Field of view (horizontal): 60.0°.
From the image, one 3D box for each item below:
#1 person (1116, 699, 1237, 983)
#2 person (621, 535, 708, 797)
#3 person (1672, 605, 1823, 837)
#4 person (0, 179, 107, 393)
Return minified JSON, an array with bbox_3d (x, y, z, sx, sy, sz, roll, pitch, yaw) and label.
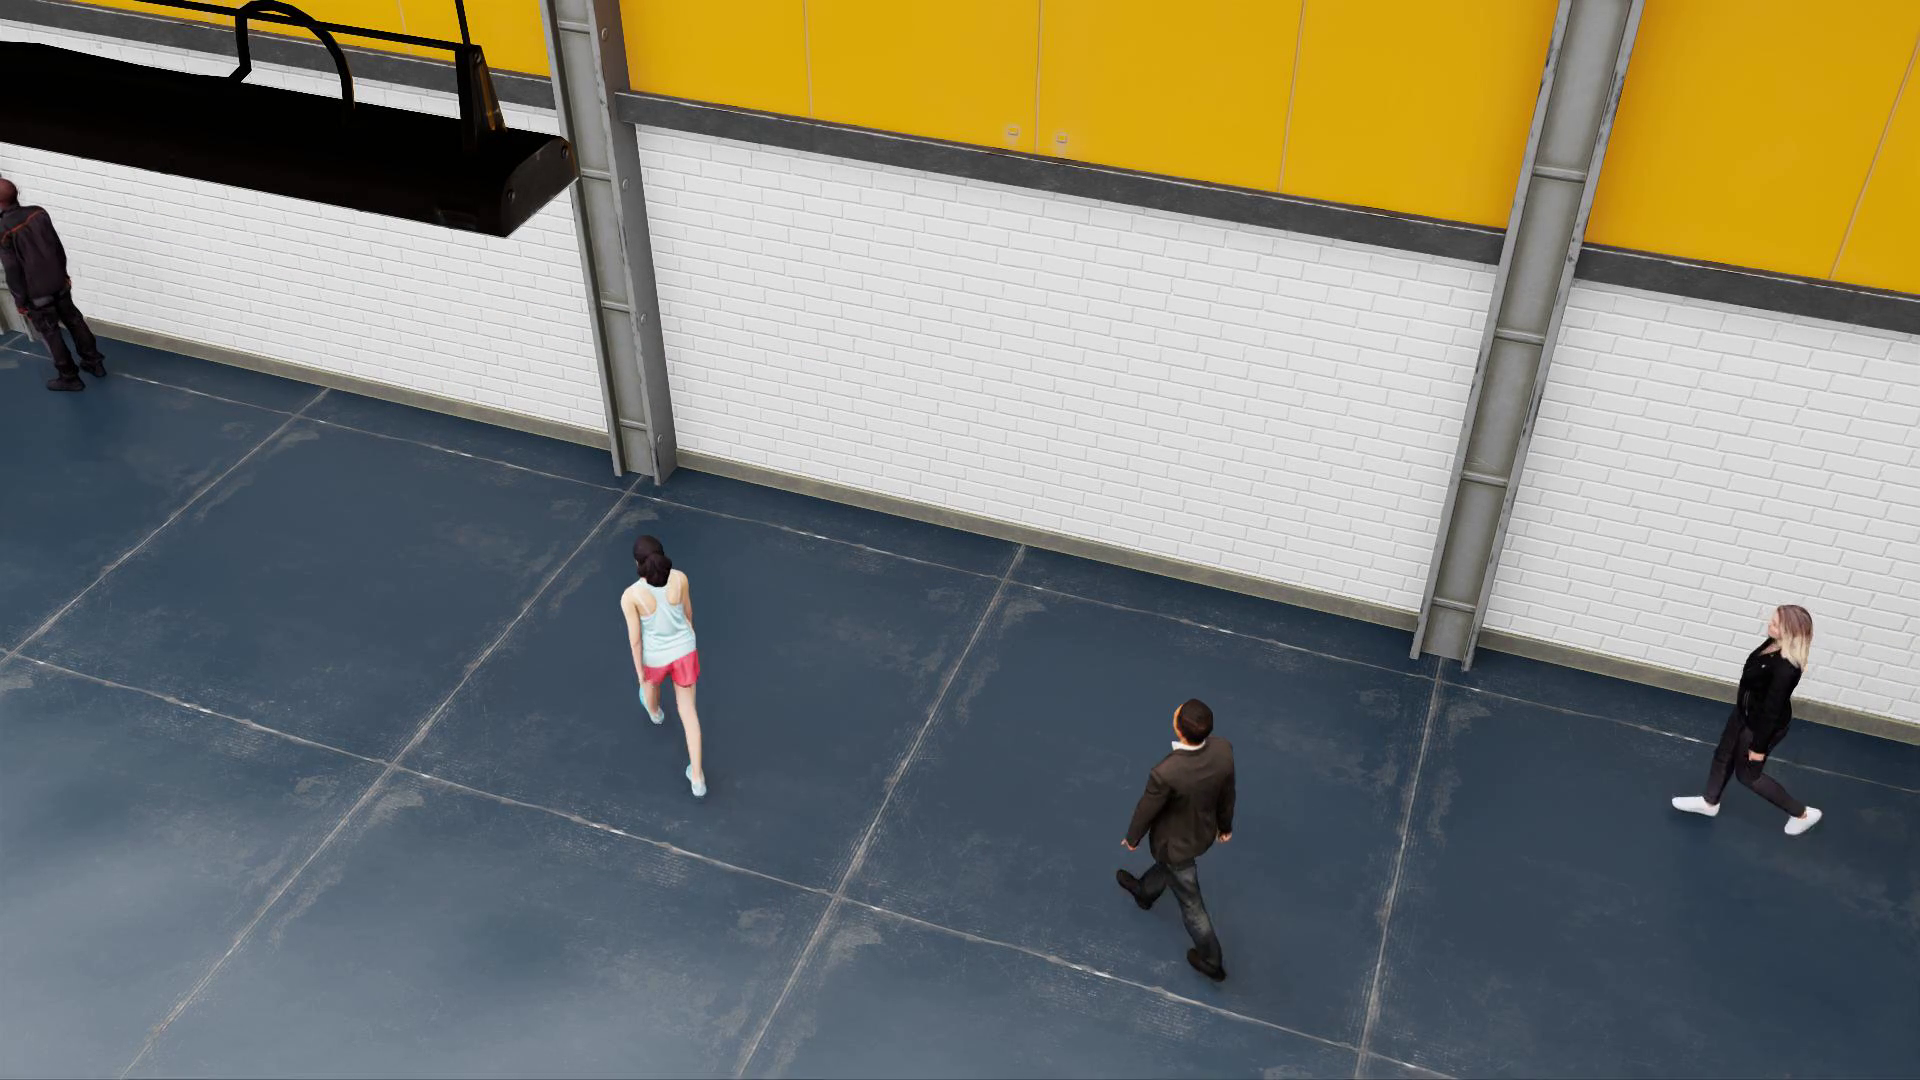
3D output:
[{"bbox_3d":[1.222,1.591,8.669,1.112,1.758,1.263,-23,44,-26],"label":"person"},{"bbox_3d":[-1.680,0.747,9.765,1.142,1.711,1.173,-15,41,-18],"label":"person"},{"bbox_3d":[4.619,1.068,9.405,0.980,1.658,0.670,18,42,21],"label":"person"},{"bbox_3d":[-7.248,-2.021,13.140,0.602,1.824,0.704,15,41,18],"label":"person"}]
